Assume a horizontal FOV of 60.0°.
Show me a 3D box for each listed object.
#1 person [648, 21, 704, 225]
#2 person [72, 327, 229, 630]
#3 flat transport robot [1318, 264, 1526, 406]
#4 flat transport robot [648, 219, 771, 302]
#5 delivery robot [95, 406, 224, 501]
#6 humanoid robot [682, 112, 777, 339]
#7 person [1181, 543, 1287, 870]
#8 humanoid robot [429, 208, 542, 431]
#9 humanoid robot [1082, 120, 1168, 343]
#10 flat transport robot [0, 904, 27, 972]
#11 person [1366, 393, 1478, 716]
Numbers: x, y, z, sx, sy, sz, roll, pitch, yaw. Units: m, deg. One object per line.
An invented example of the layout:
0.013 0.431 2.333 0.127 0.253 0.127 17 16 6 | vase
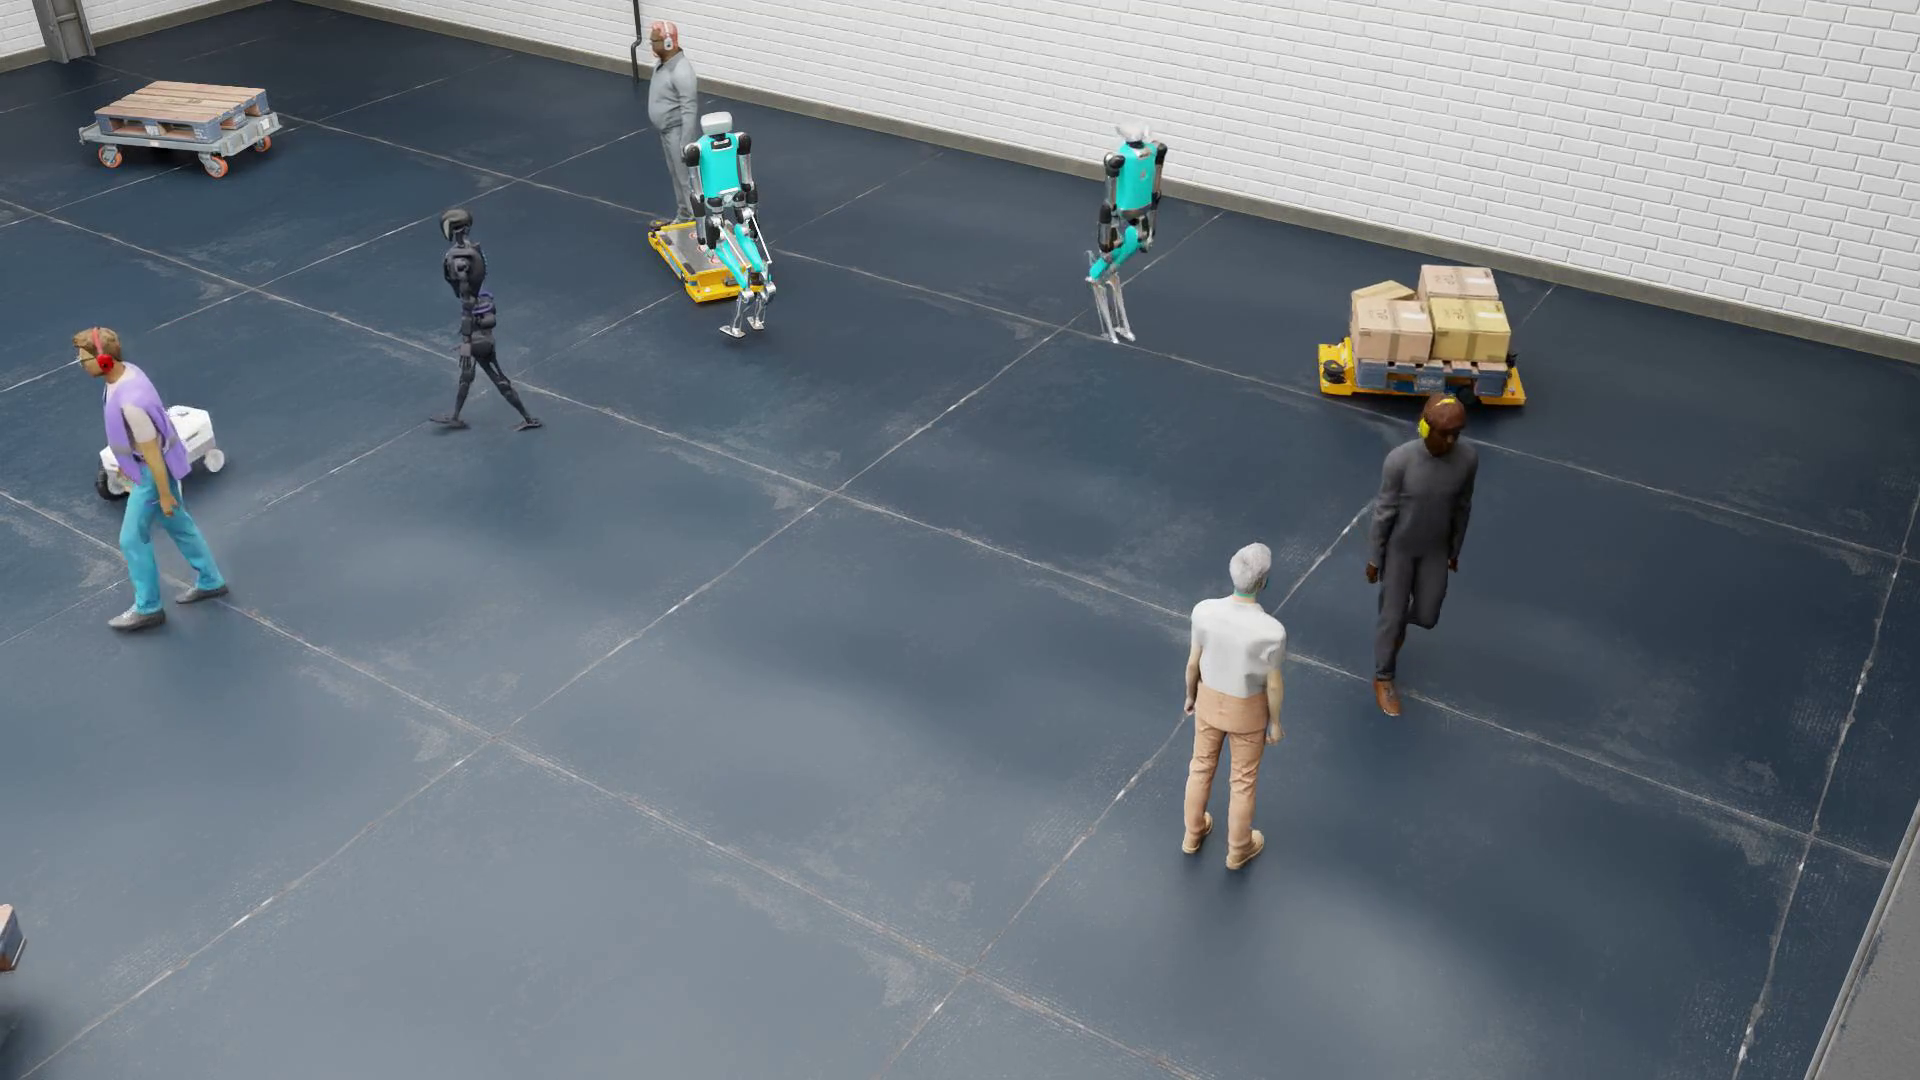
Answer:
-2.415 -3.432 14.083 0.402 1.908 0.640 -14 35 -21 | person
-4.689 -0.340 9.347 0.757 1.817 0.587 -15 36 -23 | person
3.375 -1.254 12.207 1.431 0.231 0.659 5 33 7 | flat transport robot
-2.112 -2.384 13.966 0.659 0.231 1.431 -14 35 -20 | flat transport robot
-5.235 -0.549 10.864 0.499 0.614 0.808 11 34 17 | delivery robot
-1.634 -2.274 12.317 0.533 1.674 0.735 -20 38 -28 | humanoid robot
1.264 0.775 7.687 0.488 1.743 0.304 18 37 25 | person
-3.322 -1.449 11.249 0.764 1.627 0.585 -8 34 -12 | humanoid robot
1.156 -2.320 12.496 0.532 1.787 0.642 -21 38 -29 | humanoid robot
-4.613 2.170 6.879 0.659 0.231 1.431 -5 33 -7 | flat transport robot
2.388 0.012 8.775 0.524 1.852 0.599 -2 33 -3 | person
